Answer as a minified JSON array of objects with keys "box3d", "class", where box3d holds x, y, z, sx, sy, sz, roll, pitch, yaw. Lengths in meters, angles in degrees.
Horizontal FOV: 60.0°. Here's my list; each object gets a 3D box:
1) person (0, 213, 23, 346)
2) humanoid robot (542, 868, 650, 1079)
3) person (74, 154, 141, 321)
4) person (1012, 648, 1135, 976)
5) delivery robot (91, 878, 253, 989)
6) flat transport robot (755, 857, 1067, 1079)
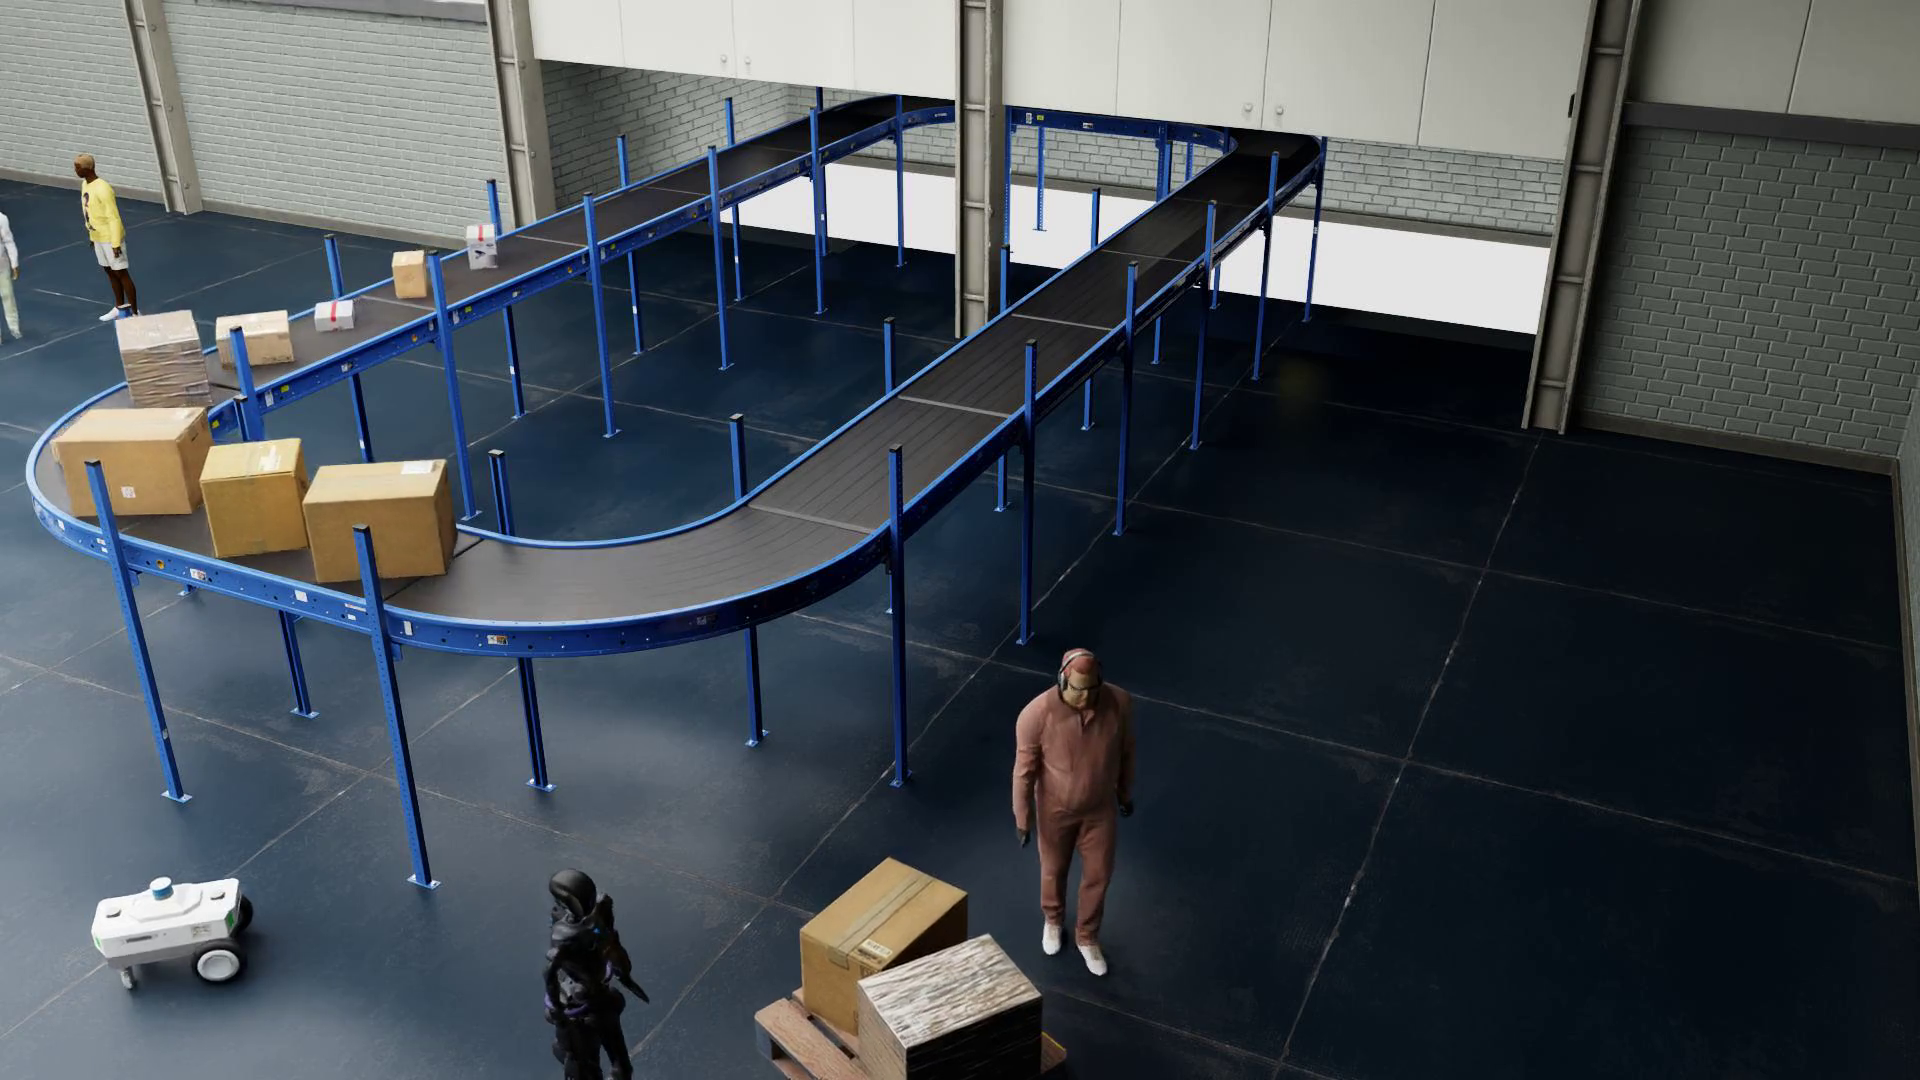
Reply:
[{"box3d":[-10.369,-2.943,17.768,0.563,1.724,0.504,-17,31,-30],"class":"person"},{"box3d":[-1.677,2.143,7.573,0.370,1.649,0.602,9,28,18],"class":"humanoid robot"},{"box3d":[-9.396,-3.308,18.310,0.543,1.900,0.380,21,33,35],"class":"person"},{"box3d":[0.621,1.427,8.773,0.685,1.886,0.534,-6,27,-12],"class":"person"},{"box3d":[-4.230,2.076,8.955,0.740,0.581,0.513,-8,27,-15],"class":"delivery robot"},{"box3d":[-0.232,2.641,8.155,1.431,0.231,0.659,-20,33,-35],"class":"flat transport robot"}]
